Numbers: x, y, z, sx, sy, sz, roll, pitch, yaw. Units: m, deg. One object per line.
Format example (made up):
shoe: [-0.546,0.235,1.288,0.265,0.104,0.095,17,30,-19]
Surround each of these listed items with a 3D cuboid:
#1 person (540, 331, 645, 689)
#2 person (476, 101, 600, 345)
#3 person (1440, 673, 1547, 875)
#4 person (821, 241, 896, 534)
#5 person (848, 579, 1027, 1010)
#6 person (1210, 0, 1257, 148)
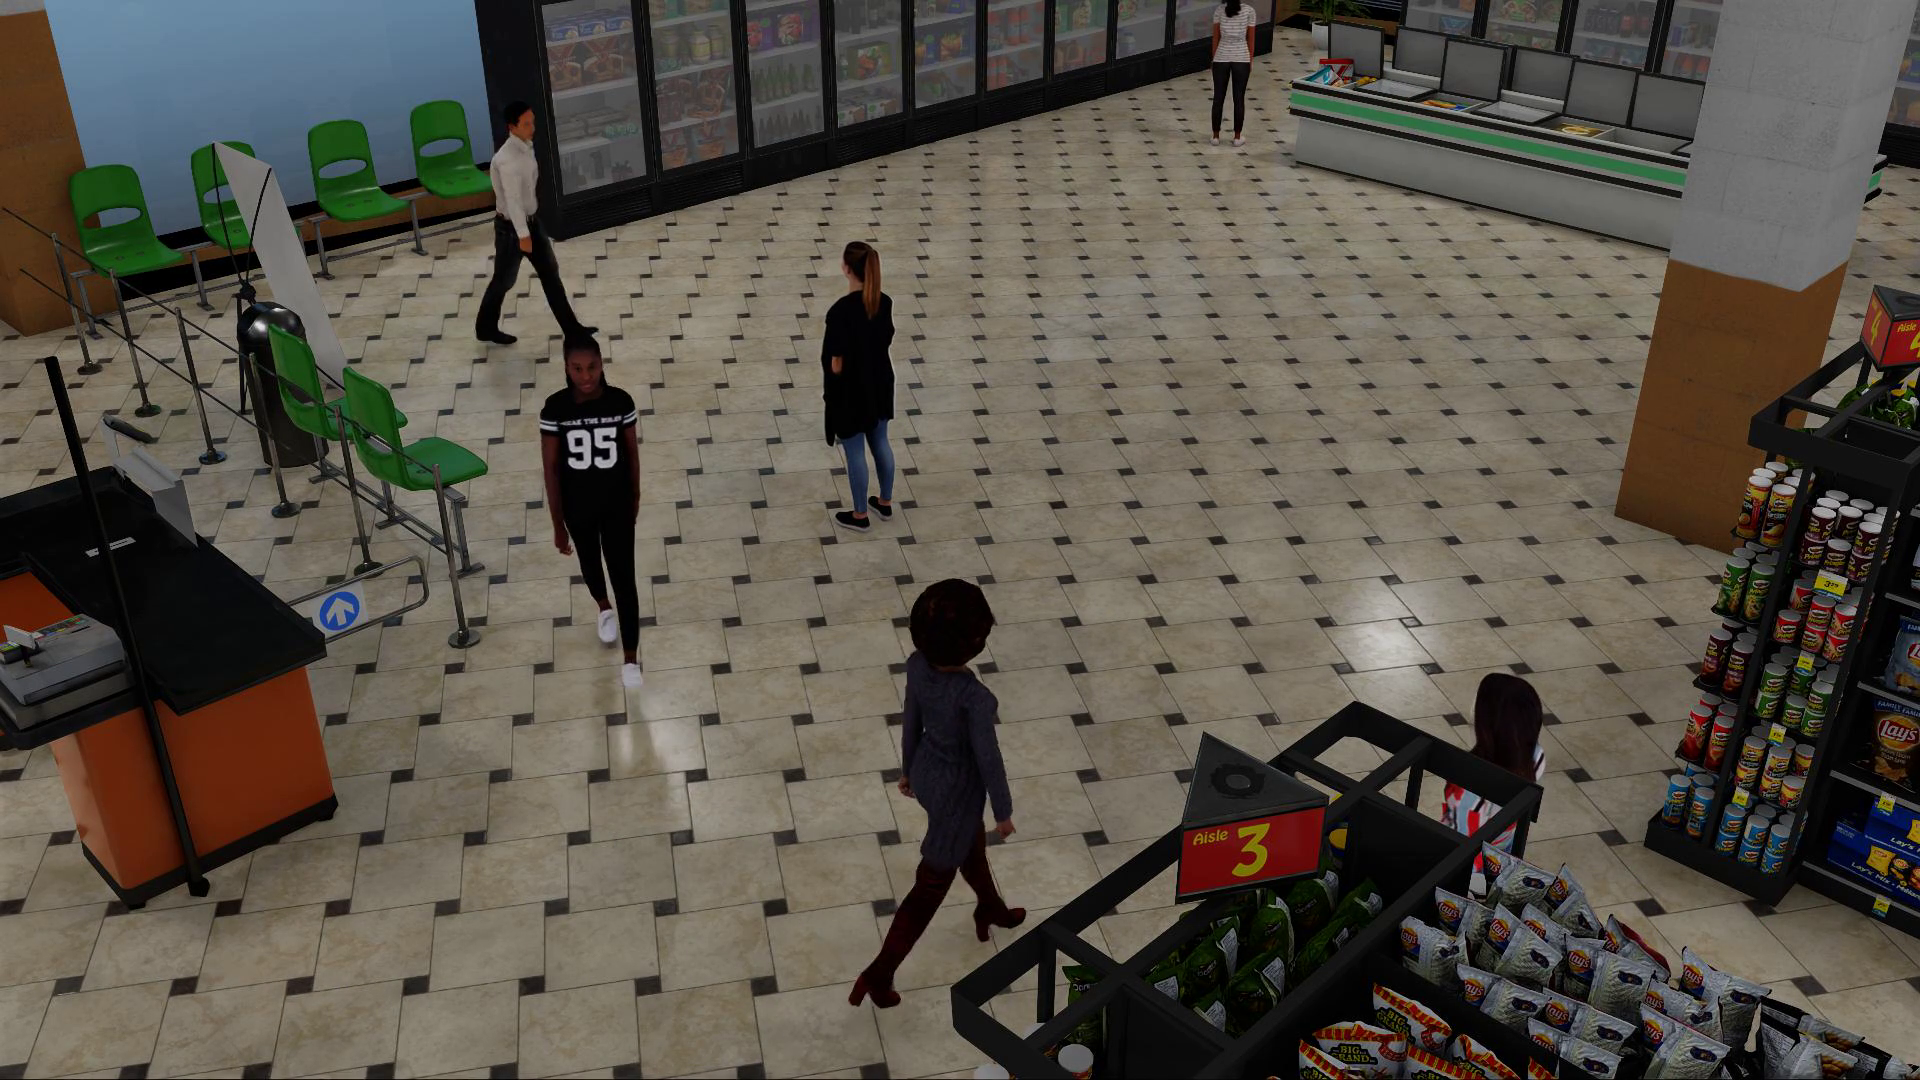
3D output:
person: [-1.771,-0.183,8.020,0.997,1.684,1.232,-8,30,-14]
person: [-3.167,-2.160,11.568,1.237,1.754,1.122,0,29,1]
person: [1.778,1.147,5.659,0.586,1.612,0.500,-24,37,-37]
person: [-0.542,-0.846,9.235,0.625,1.684,0.541,-25,37,-38]
person: [-0.105,0.961,5.938,0.766,1.672,1.072,-20,34,-32]
person: [2.673,-4.706,16.342,0.617,1.647,0.713,7,29,12]
